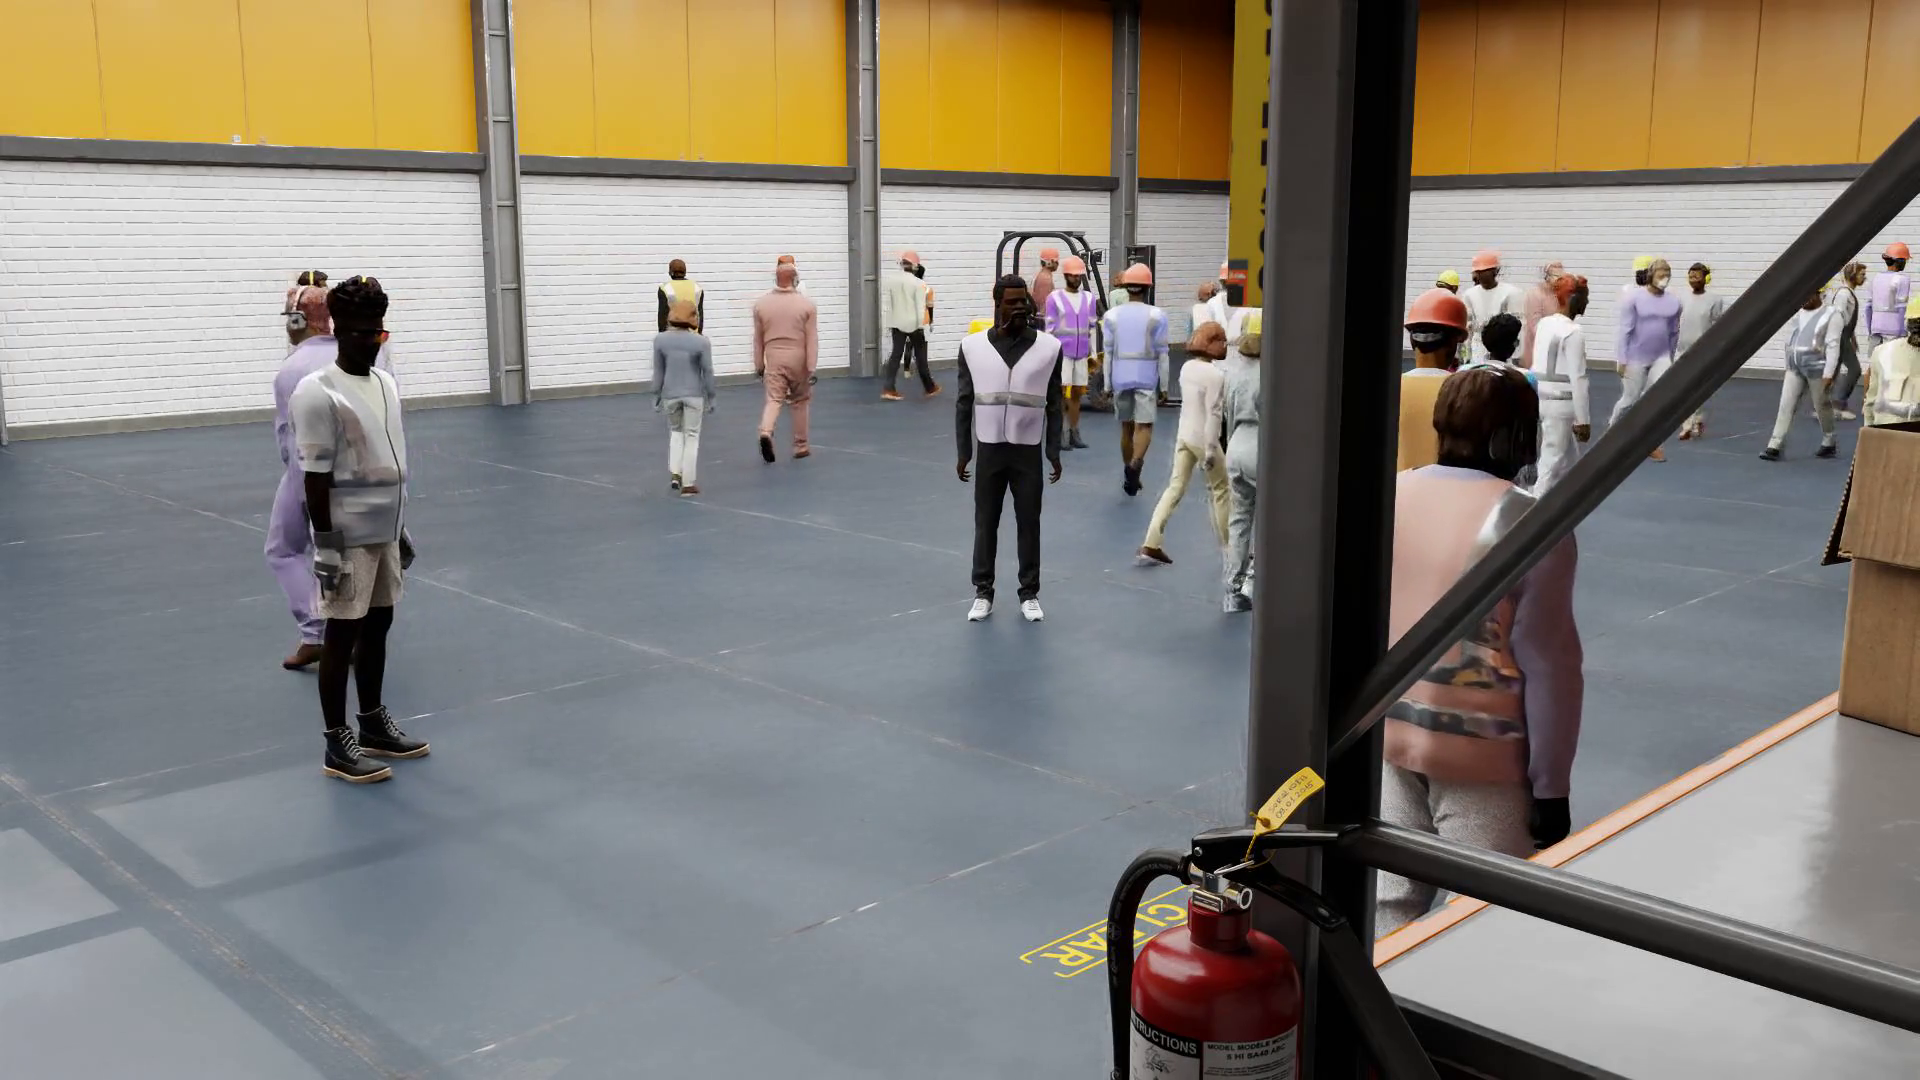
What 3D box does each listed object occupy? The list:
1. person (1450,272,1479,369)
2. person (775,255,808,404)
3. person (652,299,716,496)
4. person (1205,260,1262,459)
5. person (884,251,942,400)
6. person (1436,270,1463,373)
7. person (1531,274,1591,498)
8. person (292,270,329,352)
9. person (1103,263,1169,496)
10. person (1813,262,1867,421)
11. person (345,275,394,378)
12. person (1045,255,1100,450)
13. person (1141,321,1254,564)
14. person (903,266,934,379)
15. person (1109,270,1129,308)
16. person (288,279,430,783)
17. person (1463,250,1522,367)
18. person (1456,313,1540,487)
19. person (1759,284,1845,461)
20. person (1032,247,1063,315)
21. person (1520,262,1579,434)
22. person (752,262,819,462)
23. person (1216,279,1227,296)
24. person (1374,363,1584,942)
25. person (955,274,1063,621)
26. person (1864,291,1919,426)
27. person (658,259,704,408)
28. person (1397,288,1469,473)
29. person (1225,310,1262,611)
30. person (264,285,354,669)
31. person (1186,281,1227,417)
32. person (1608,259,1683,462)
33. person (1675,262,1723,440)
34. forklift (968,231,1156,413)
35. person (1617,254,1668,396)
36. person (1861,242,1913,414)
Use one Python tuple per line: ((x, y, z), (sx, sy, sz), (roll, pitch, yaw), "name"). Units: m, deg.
((5.365, -1.891, 17.065), (0.638, 1.819, 0.450), (7, 13, 34), "person")
((-2.172, -2.665, 21.099), (0.572, 1.886, 0.354), (10, 14, 42), "person")
((-2.256, -1.169, 13.682), (0.526, 1.613, 0.403), (2, 11, 11), "person")
((2.486, -1.584, 15.093), (0.553, 1.927, 0.610), (5, 12, 27), "person")
((-0.666, -2.798, 21.720), (0.624, 1.925, 1.073), (7, 13, 35), "person")
((5.107, -1.953, 17.547), (0.325, 1.767, 0.533), (-10, 14, -43), "person")
((4.142, -0.870, 11.357), (0.531, 1.864, 0.616), (-1, 10, -3), "person")
((-5.114, -1.241, 13.432), (0.693, 1.846, 0.550), (-5, 11, -25), "person")
((1.415, -1.290, 13.562), (0.551, 1.914, 0.791), (3, 11, 18), "person")
((10.215, -2.278, 19.159), (0.618, 1.823, 0.521), (5, 11, 23), "person")
((-3.924, -0.823, 11.097), (0.328, 1.872, 0.514), (-4, 11, -21), "person")
((1.122, -1.867, 16.623), (0.547, 1.939, 0.366), (-4, 11, -23), "person")
((1.543, -0.621, 10.777), (0.850, 1.593, 0.514), (-5, 11, -25), "person")
((-0.625, -3.220, 24.665), (0.524, 1.690, 0.320), (3, 11, 17), "person")
((2.316, -3.037, 23.817), (0.508, 1.632, 0.271), (-7, 13, -34), "person")
((-2.366, -0.043, 6.582), (0.364, 1.962, 0.611), (2, 11, 12), "person")
((5.399, -1.918, 16.782), (0.631, 1.996, 0.812), (9, 14, 40), "person")
((3.090, -0.463, 9.645), (0.375, 1.686, 0.547), (-9, 14, -42), "person")
((8.058, -1.632, 15.756), (0.962, 1.787, 0.606), (-5, 12, -27), "person")
((1.256, -2.834, 21.773), (0.806, 1.968, 0.646), (-1, 10, -8), "person")
((6.329, -2.072, 17.978), (0.629, 1.856, 0.976), (-6, 12, -31), "person")
((-1.651, -1.671, 15.700), (0.650, 1.883, 0.822), (2, 11, 12), "person")
((3.621, -2.840, 22.772), (0.541, 1.617, 0.552), (-6, 12, -29), "person")
((1.190, 0.505, 3.940), (0.429, 1.839, 0.634), (-7, 13, -34), "person")
((0.272, -0.508, 9.237), (0.596, 1.921, 0.380), (0, 10, 1), "person")
((5.999, -0.666, 10.433), (0.599, 1.806, 0.842), (7, 13, 35), "person")
((-3.458, -2.539, 20.534), (0.619, 1.845, 0.430), (-8, 13, -36), "person")
((1.841, -0.020, 6.564), (0.542, 1.927, 0.379), (6, 12, 29), "person")
((1.682, -0.437, 9.377), (0.361, 1.731, 0.496), (-8, 13, -38), "person")
((-3.161, -0.297, 8.188), (0.519, 1.890, 0.648), (4, 11, 18), "person")
((2.868, -2.113, 18.857), (0.794, 1.607, 0.520), (-6, 12, -30), "person")
((6.563, -1.734, 15.960), (0.638, 1.913, 0.812), (0, 10, -3), "person")
((7.608, -1.958, 17.338), (0.433, 1.852, 0.531), (-8, 13, -39), "person")
((1.222, -2.721, 20.561), (2.313, 2.155, 1.214), (2, 11, 13), "forklift")
((8.016, -2.407, 19.617), (0.414, 1.911, 0.609), (-10, 14, -43), "person")
((10.977, -2.479, 19.651), (0.378, 2.045, 0.605), (-2, 11, -13), "person")
